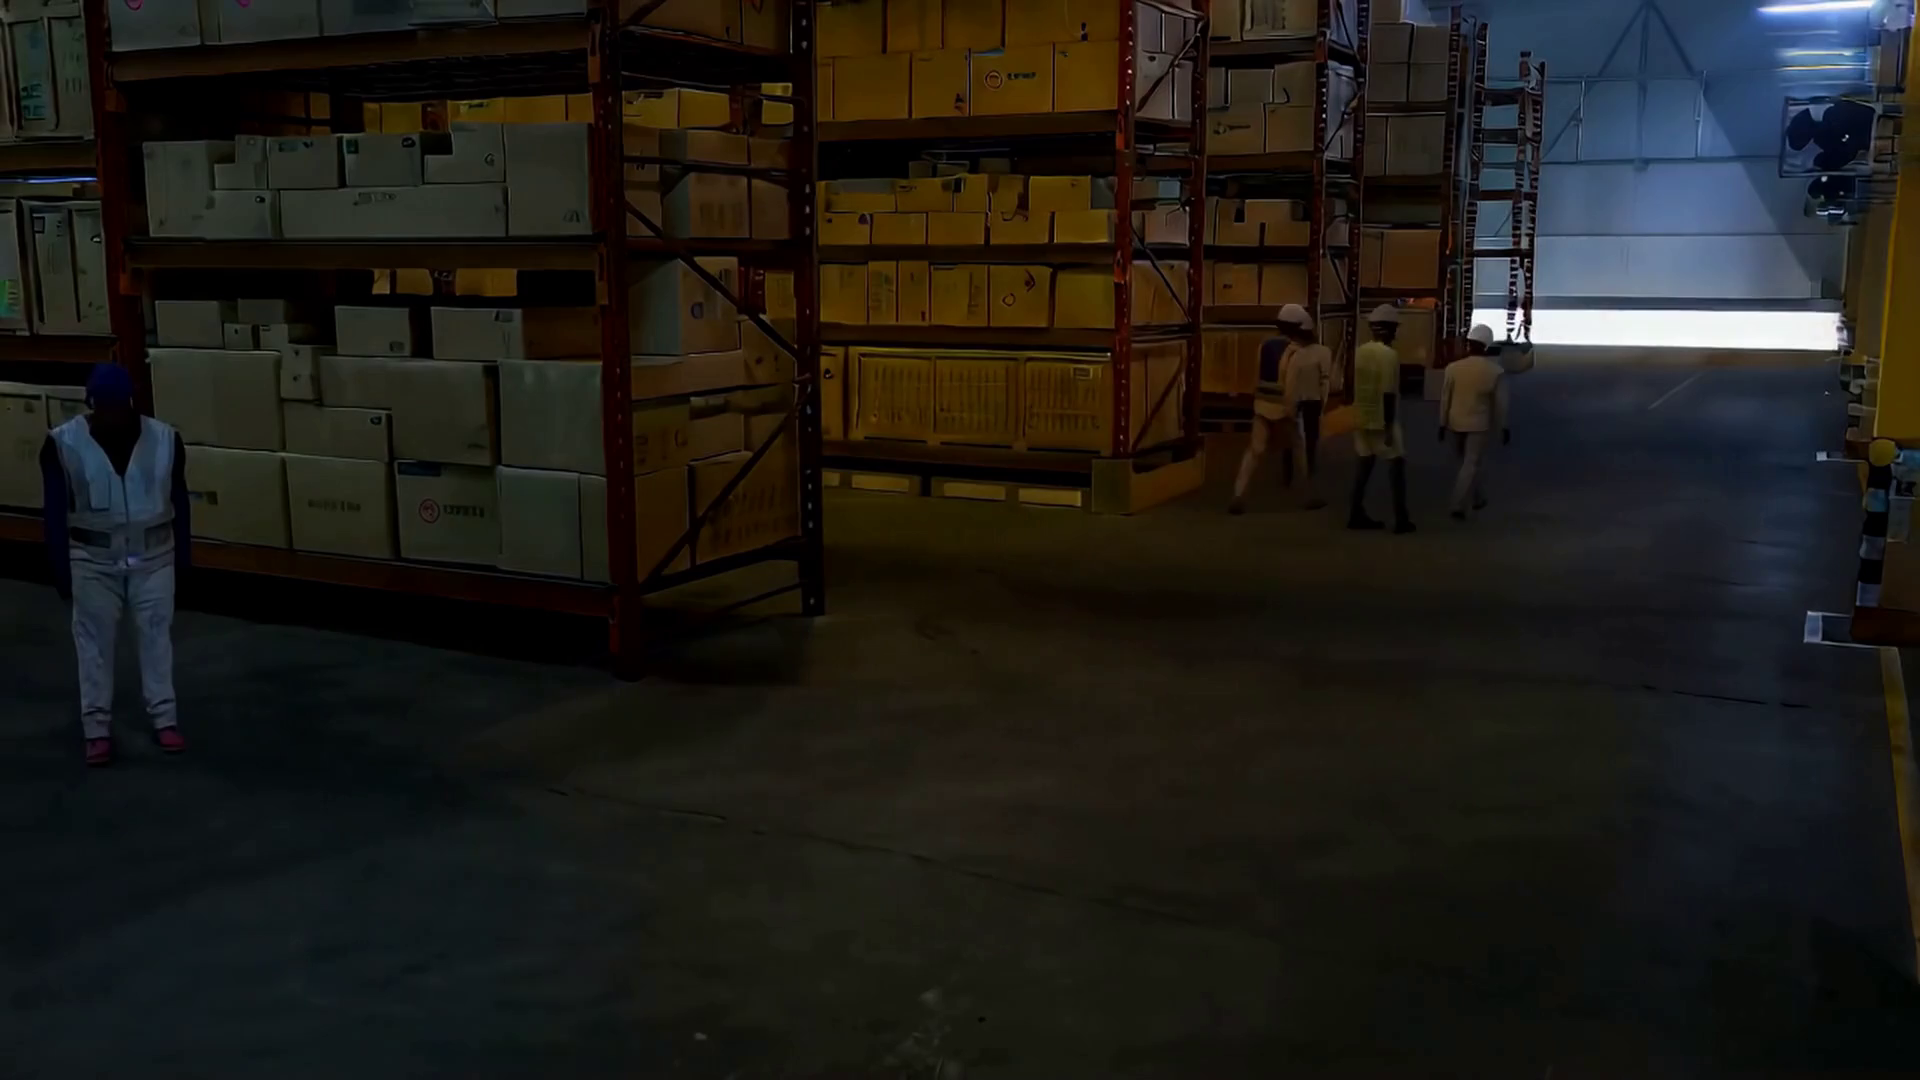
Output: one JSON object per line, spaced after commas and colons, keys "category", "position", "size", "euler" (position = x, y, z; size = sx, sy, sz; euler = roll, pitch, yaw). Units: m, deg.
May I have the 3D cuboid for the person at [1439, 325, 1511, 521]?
{"category": "person", "position": [4.534, -1.034, 14.639], "size": [0.585, 1.701, 0.917], "euler": [9, 13, 43]}

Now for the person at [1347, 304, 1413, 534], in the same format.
{"category": "person", "position": [3.577, -1.013, 13.934], "size": [0.527, 1.904, 0.570], "euler": [-5, 11, -27]}

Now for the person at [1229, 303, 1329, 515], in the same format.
{"category": "person", "position": [2.852, -1.158, 14.841], "size": [1.033, 1.891, 0.604], "euler": [-7, 12, -33]}

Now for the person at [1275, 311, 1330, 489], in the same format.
{"category": "person", "position": [3.364, -1.367, 16.388], "size": [0.533, 1.767, 0.326], "euler": [3, 10, 15]}

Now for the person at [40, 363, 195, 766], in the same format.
{"category": "person", "position": [-3.859, 0.104, 7.671], "size": [0.619, 1.838, 0.430], "euler": [-7, 12, -35]}
